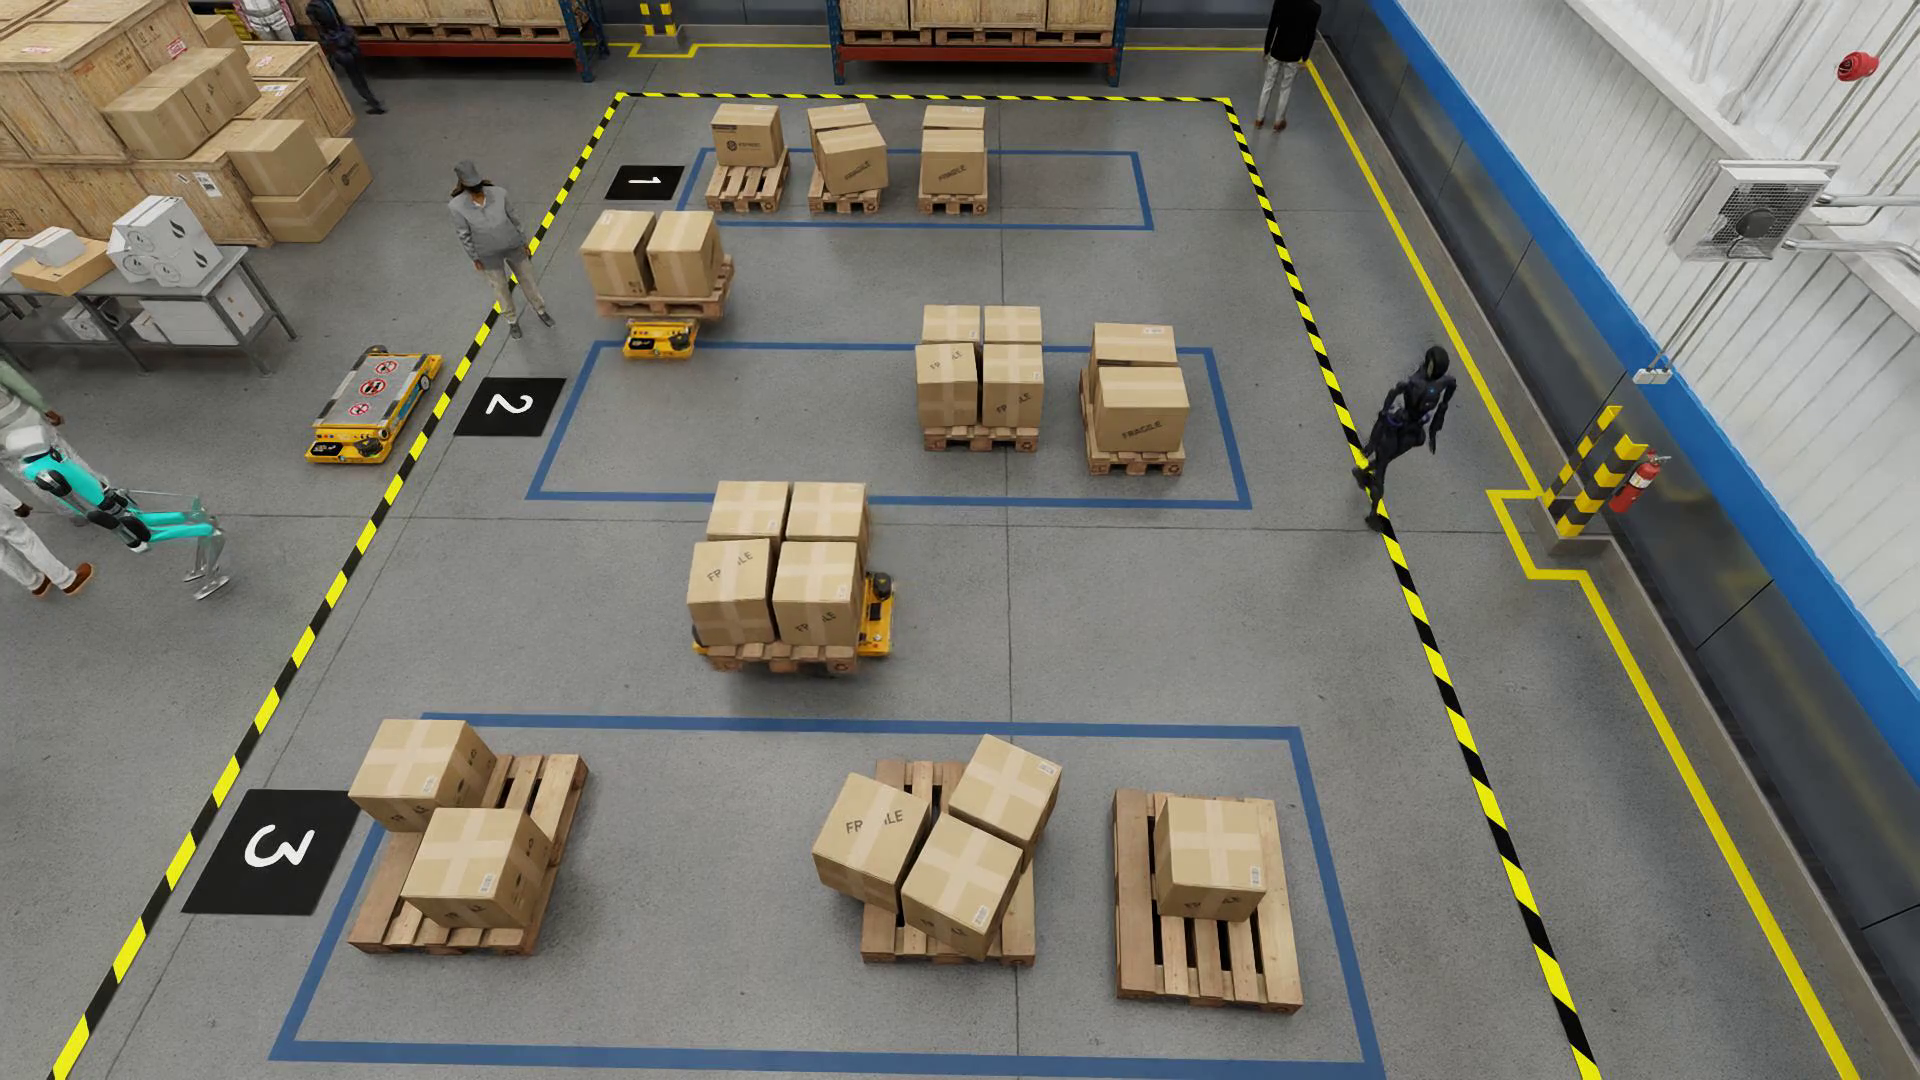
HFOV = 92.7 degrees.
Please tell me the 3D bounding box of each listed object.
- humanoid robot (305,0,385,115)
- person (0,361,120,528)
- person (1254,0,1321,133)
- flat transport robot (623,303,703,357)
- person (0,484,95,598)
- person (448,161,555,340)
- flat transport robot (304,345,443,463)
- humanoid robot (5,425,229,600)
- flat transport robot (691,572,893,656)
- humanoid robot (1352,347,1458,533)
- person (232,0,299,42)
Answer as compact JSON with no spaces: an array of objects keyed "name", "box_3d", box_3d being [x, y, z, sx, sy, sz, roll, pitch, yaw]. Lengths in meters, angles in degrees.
[{"name":"humanoid robot","box_3d":[-8.010,-6.377,11.844,0.427,1.646,0.600,2,50,1]},{"name":"person","box_3d":[-7.310,-0.863,7.029,0.406,1.907,0.634,32,57,24]},{"name":"person","box_3d":[4.081,-6.091,11.463,0.586,1.883,0.386,23,54,19]},{"name":"flat transport robot","box_3d":[-2.955,-2.401,9.380,0.652,0.197,1.431,1,50,1]},{"name":"person","box_3d":[-7.034,-0.250,6.527,0.583,1.879,0.376,-8,50,-7]},{"name":"person","box_3d":[-4.382,-2.760,8.718,0.572,1.768,0.399,-29,56,-22]},{"name":"flat transport robot","box_3d":[-5.383,-1.269,8.441,0.659,0.231,1.431,1,50,1]},{"name":"humanoid robot","box_3d":[-5.779,-0.245,6.524,0.735,1.677,0.533,-35,58,-26]},{"name":"flat transport robot","box_3d":[-1.239,0.539,6.893,1.431,0.197,0.652,1,50,1]},{"name":"humanoid robot","box_3d":[3.481,-0.833,7.180,0.587,1.630,0.787,-7,50,-6]},{"name":"person","box_3d":[-9.128,-6.830,12.121,0.593,1.831,0.403,-19,52,-15]}]
